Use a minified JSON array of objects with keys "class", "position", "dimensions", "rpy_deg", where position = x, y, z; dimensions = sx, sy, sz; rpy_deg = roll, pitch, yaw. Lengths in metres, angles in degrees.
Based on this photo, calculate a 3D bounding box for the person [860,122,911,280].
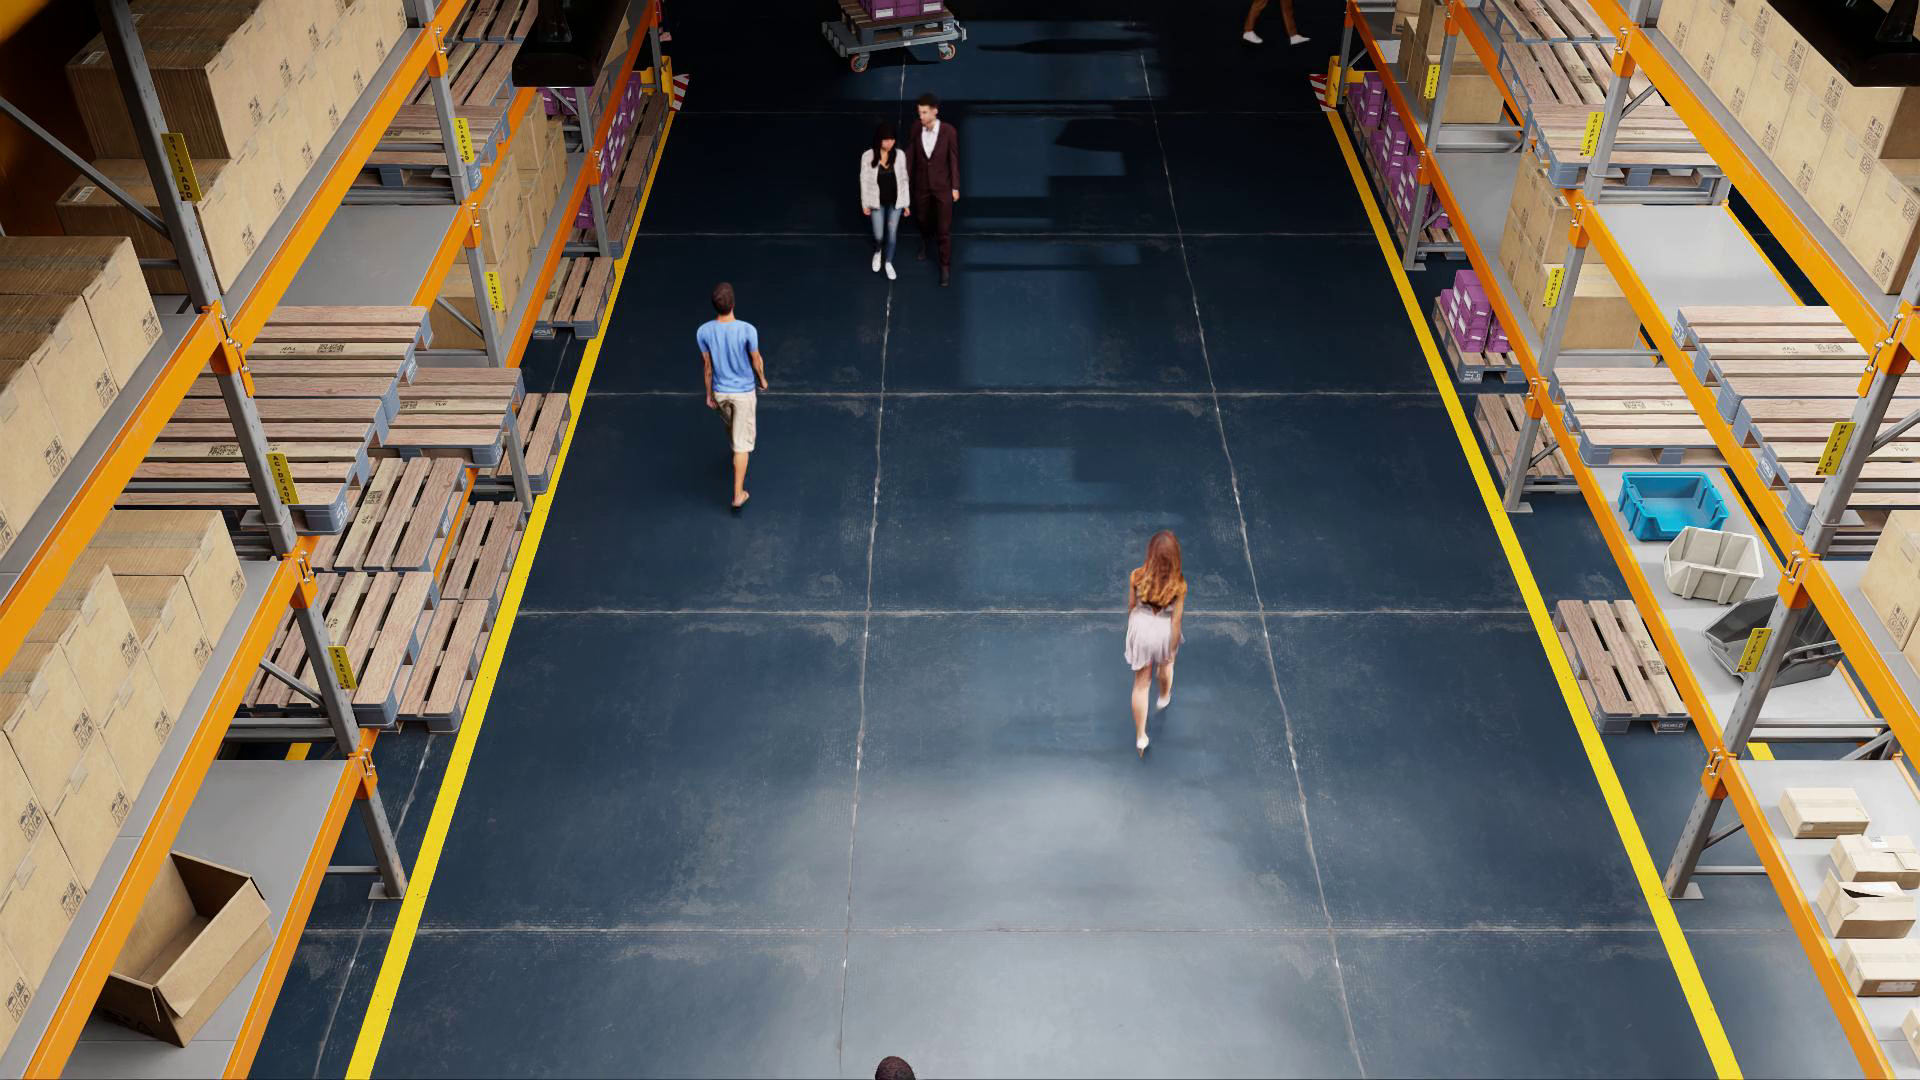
[{"class":"person","position":[-0.742,-3.348,16.247],"dimensions":[0.687,1.624,0.680],"rpy_deg":[-8,39,-10]}]

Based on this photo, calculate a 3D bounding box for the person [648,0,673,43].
[{"class":"person","position":[-3.837,-7.167,20.936],"dimensions":[0.666,1.739,0.536],"rpy_deg":[-8,39,-10]}]

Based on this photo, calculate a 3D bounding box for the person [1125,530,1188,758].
[{"class":"person","position":[1.260,0.736,11.036],"dimensions":[0.698,1.745,0.939],"rpy_deg":[10,40,12]}]

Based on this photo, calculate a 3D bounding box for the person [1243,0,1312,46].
[{"class":"person","position":[3.844,-7.048,20.753],"dimensions":[1.176,1.782,1.164],"rpy_deg":[26,46,29]}]

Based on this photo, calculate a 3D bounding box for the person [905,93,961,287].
[{"class":"person","position":[-0.295,-3.522,16.280],"dimensions":[0.887,1.853,1.115],"rpy_deg":[10,40,12]}]

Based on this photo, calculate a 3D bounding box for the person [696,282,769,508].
[{"class":"person","position":[-1.816,-1.128,13.309],"dimensions":[0.793,1.822,1.261],"rpy_deg":[6,39,8]}]
